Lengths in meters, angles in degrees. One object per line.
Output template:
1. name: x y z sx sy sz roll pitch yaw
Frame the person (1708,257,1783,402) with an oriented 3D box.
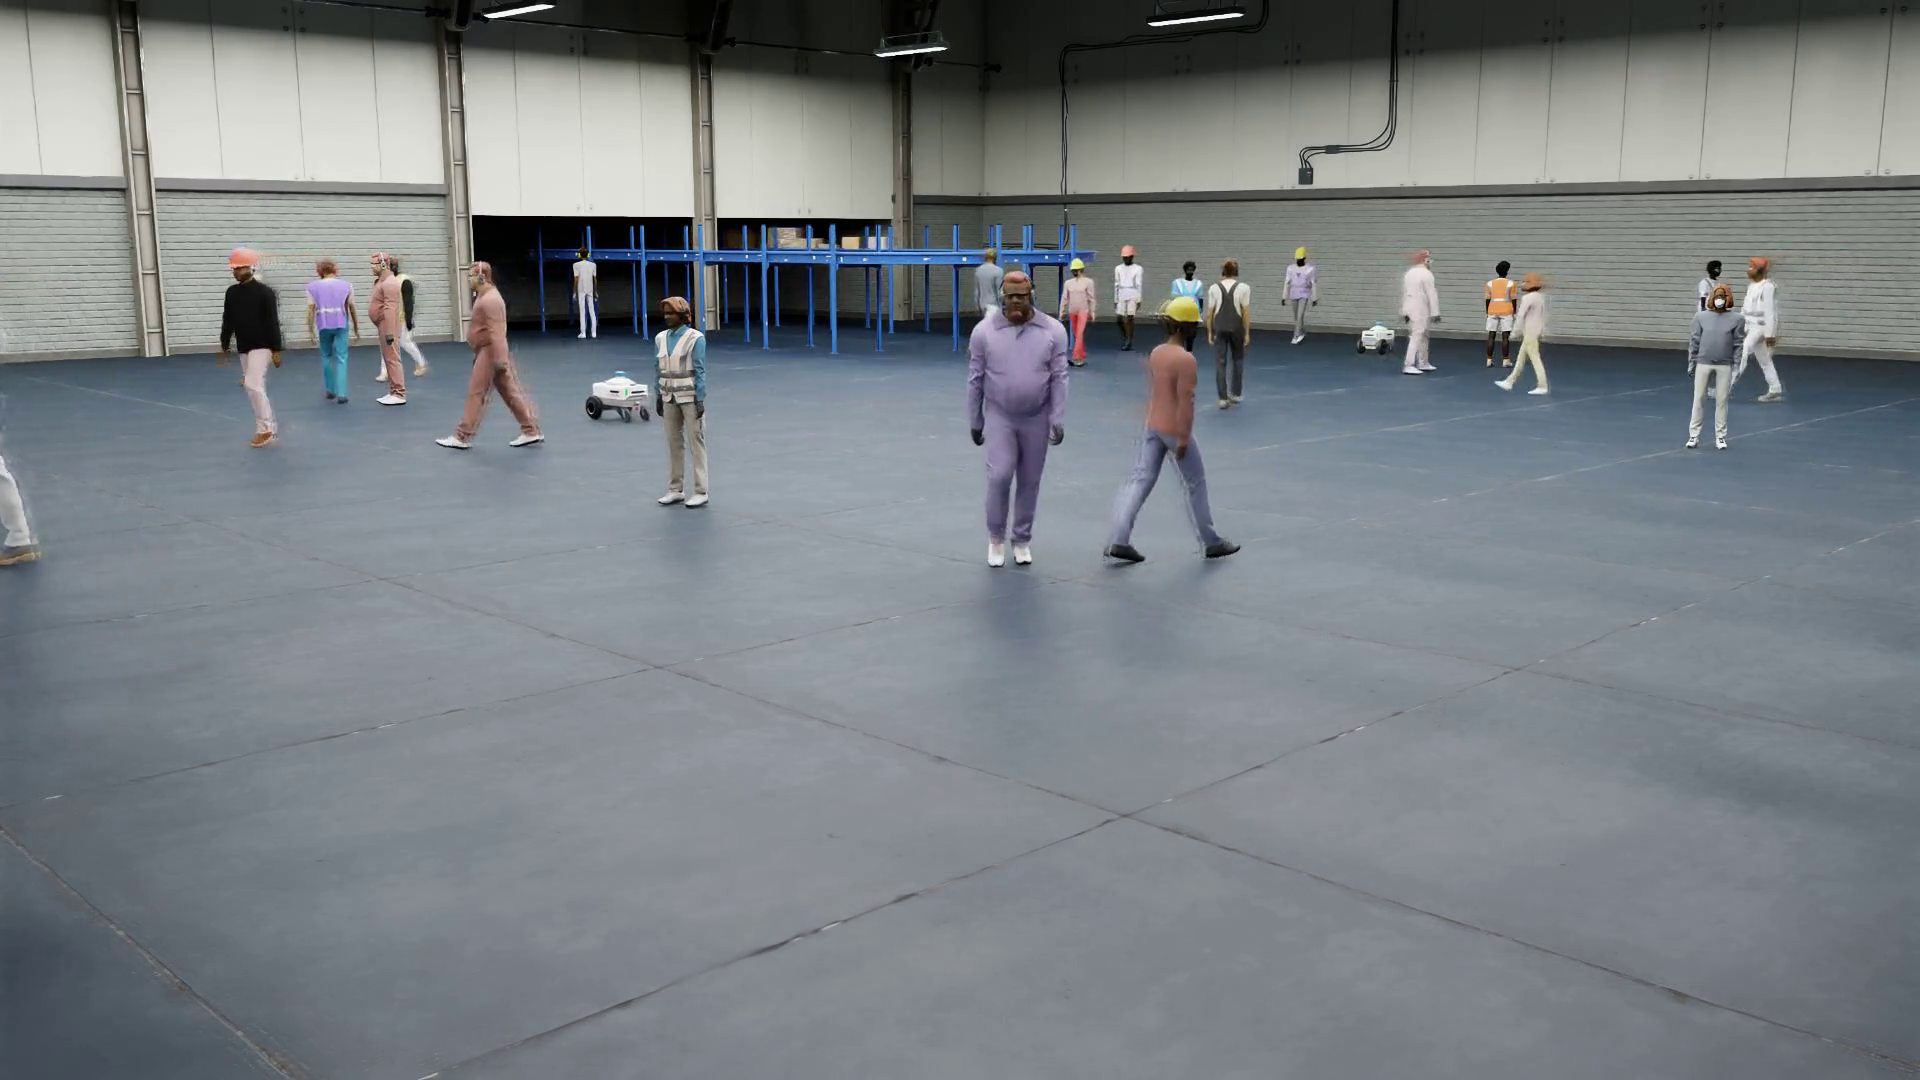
1. person: 10.060 -2.665 21.145 1.024 1.826 0.582 2 11 9

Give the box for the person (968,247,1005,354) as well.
1. person: 0.463 -3.932 27.806 0.857 1.916 0.634 -8 13 -38

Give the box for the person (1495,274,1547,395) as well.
1. person: 7.549 -2.757 22.283 0.840 1.593 0.507 8 13 38

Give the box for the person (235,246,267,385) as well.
1. person: -10.095 -3.182 23.628 0.389 1.949 0.602 -1 10 -3

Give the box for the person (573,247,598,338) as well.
1. person: -7.760 -5.118 34.429 0.532 1.859 0.311 -6 12 -29

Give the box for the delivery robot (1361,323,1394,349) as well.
1. delivery robot: 7.551 -3.685 30.039 0.477 0.478 0.707 9 14 39

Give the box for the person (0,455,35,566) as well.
1. person: -6.398 -0.721 10.482 0.600 1.841 0.942 10 15 44

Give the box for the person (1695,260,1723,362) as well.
1. person: 12.483 -3.794 27.662 0.532 1.700 0.330 -6 12 -29

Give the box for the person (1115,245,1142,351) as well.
1. person: 3.088 -4.457 30.672 0.541 1.923 0.391 5 11 24

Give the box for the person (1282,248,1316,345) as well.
1. person: 6.714 -4.810 32.732 0.595 1.889 0.983 6 12 31

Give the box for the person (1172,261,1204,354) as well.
1. person: 3.784 -3.782 27.597 0.547 1.682 0.393 0 10 -2

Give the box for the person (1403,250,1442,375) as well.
1. person: 7.150 -3.479 25.453 0.790 1.882 0.648 -2 11 -12

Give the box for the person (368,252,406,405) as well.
1. person: -7.227 -2.659 20.934 0.400 1.899 0.636 -4 11 -22

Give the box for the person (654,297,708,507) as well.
1. person: -2.187 -1.086 13.066 0.515 1.635 0.313 6 12 31

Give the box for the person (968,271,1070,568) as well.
1. person: 0.379 -0.760 10.620 0.639 1.883 0.602 -1 10 -3

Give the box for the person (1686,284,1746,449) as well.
1. person: 7.528 -1.734 16.591 0.500 1.633 0.286 5 11 24

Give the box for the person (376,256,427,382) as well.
1. person: -8.247 -3.253 24.396 0.632 1.818 0.837 4 11 22

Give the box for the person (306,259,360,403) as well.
1. person: -8.006 -2.681 21.284 0.611 1.800 0.866 -3 11 -18

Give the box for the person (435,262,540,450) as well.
1. person: -4.701 -1.835 16.567 1.013 1.851 0.664 -2 11 -13

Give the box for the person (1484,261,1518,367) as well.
1. person: 8.717 -3.638 26.804 0.533 1.697 0.318 7 13 34

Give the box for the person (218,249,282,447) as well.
1. person: -7.139 -1.912 16.651 0.643 1.973 0.644 6 12 29

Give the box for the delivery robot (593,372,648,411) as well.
1. delivery robot: -3.930 -1.705 19.239 0.707 0.478 0.477 10 14 43

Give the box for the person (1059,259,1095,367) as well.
1. person: 1.848 -3.633 26.693 0.554 1.716 0.895 6 12 32

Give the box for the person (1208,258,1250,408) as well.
1. person: 3.362 -2.574 20.649 0.541 1.822 0.759 4 11 18

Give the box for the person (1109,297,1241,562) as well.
1. person: 1.388 -0.714 10.799 0.911 1.721 0.524 -5 12 -27
